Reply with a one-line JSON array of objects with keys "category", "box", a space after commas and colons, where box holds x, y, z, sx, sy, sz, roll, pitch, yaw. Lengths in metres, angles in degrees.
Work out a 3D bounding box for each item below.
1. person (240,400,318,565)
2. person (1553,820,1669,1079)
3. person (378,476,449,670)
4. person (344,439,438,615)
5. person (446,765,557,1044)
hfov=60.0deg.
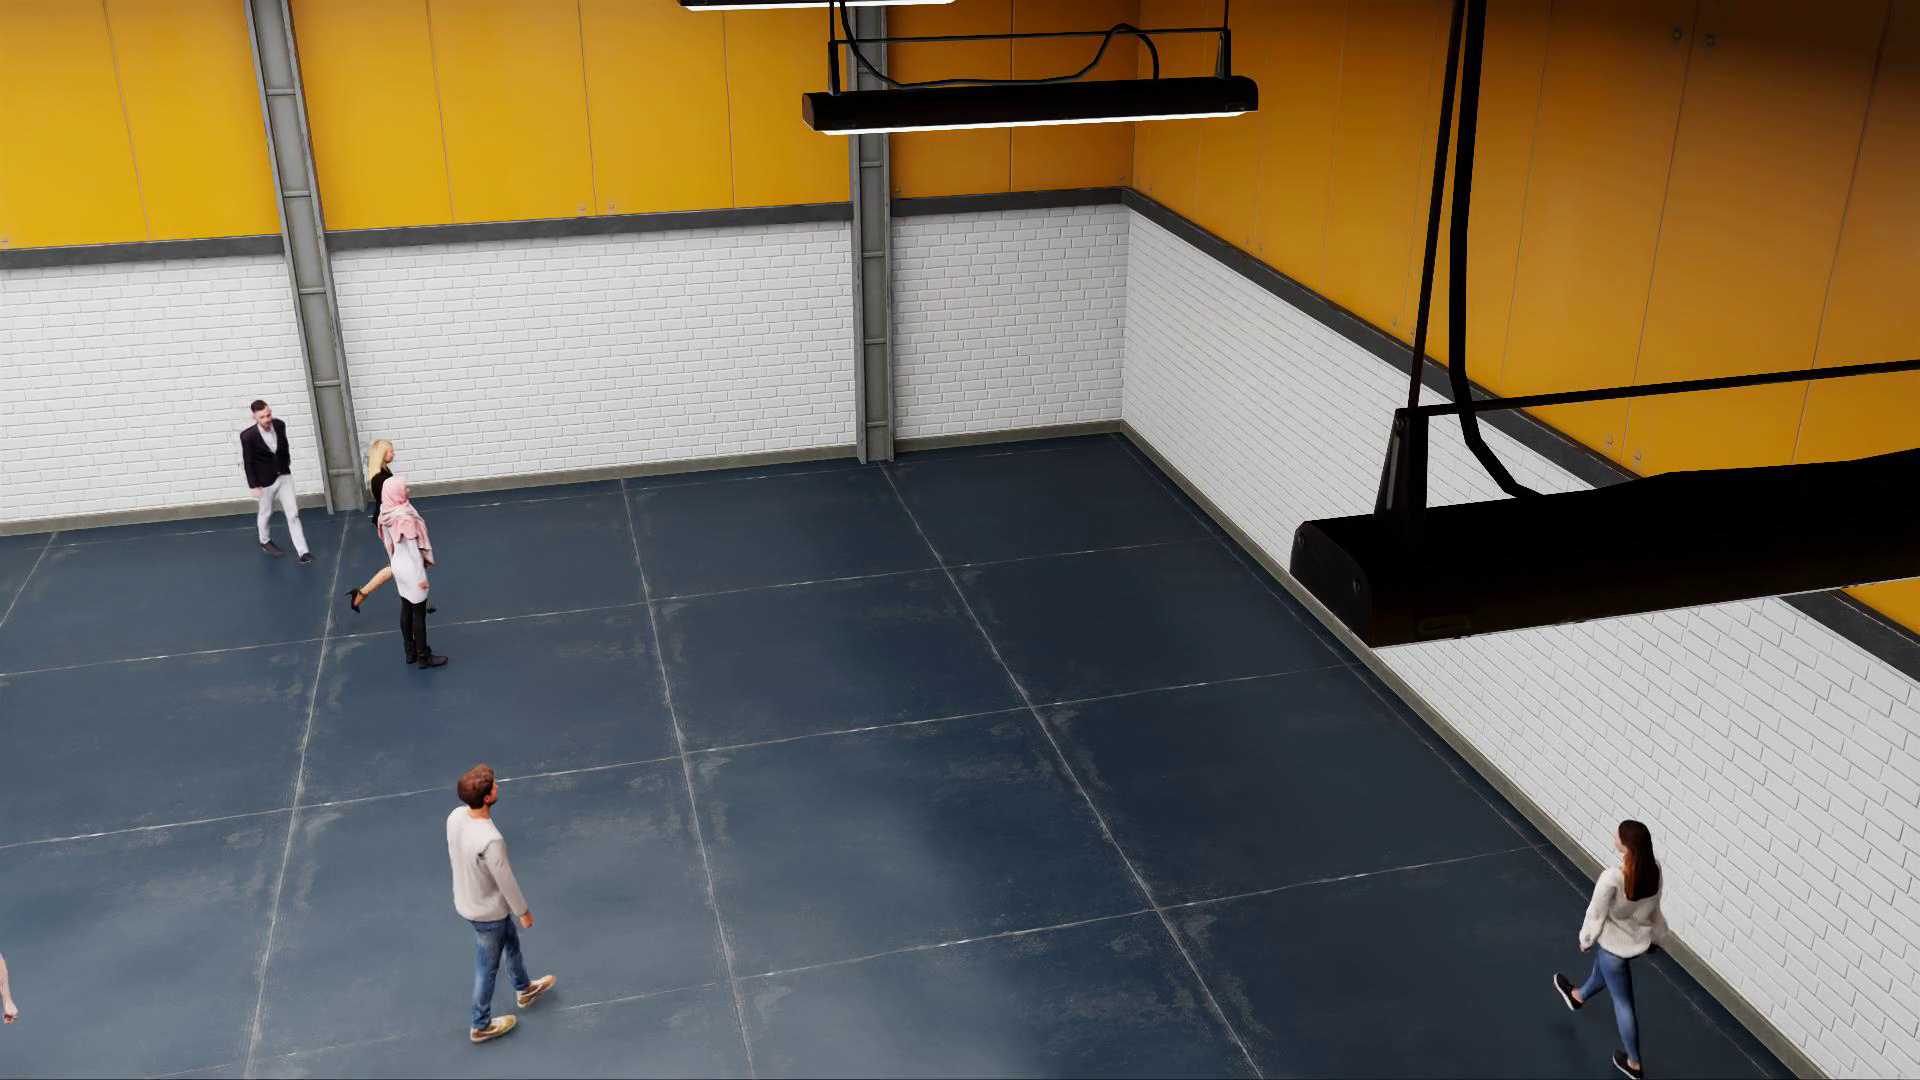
[{"category": "person", "box": [-7.016, -0.611, 16.866, 1.170, 1.765, 1.250, 19, 30, 37]}, {"category": "person", "box": [4.003, 2.482, 9.950, 1.062, 1.637, 0.733, -7, 25, -16]}, {"category": "person", "box": [-4.902, 0.282, 14.776, 0.745, 1.803, 0.726, -22, 32, -40]}, {"category": "person", "box": [-5.394, -0.045, 15.507, 1.046, 1.816, 0.676, -8, 25, -19]}, {"category": "person", "box": [-2.965, 2.268, 10.134, 1.040, 1.882, 0.927, -20, 31, -38]}]
